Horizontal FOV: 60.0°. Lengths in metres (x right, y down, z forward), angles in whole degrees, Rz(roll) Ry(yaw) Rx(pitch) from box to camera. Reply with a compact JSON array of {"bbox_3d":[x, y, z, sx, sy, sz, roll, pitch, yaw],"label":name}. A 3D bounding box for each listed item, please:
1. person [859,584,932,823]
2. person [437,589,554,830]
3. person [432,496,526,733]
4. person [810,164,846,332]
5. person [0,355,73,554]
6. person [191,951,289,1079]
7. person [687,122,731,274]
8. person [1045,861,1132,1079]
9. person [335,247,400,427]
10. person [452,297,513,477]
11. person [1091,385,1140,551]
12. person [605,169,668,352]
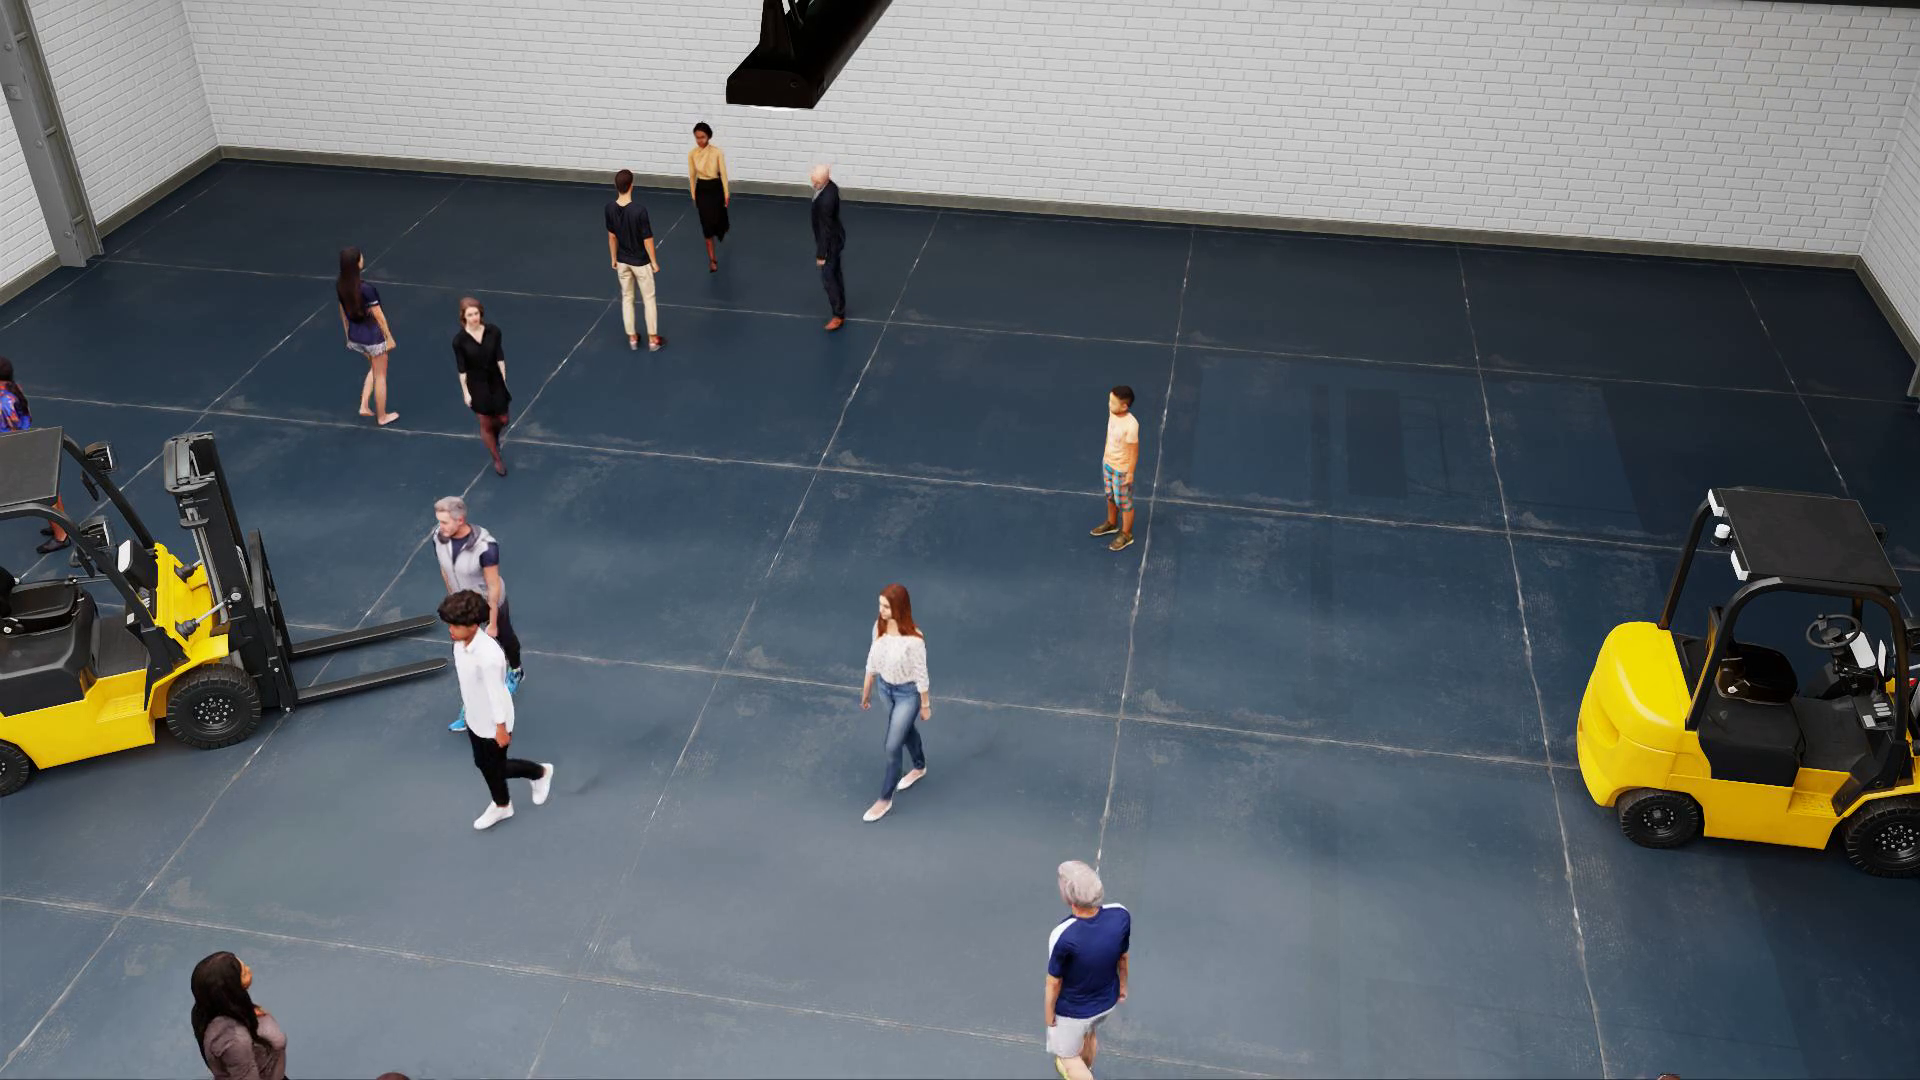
[{"bbox_3d":[-0.329,0.977,10.939,1.018,1.706,0.897,-29,43,-36],"label":"person"},{"bbox_3d":[-2.973,1.075,10.706,0.975,1.801,0.896,-27,42,-35],"label":"person"},{"bbox_3d":[-3.333,0.409,11.729,0.765,1.776,1.102,9,35,13],"label":"person"},{"bbox_3d":[-1.308,-3.061,16.960,0.949,1.765,0.609,6,34,9],"label":"person"},{"bbox_3d":[-7.555,-0.715,13.449,0.730,1.745,0.615,-11,35,-16],"label":"person"},{"bbox_3d":[-3.529,2.768,8.134,0.849,1.827,0.800,-26,41,-33],"label":"person"},{"bbox_3d":[-2.701,-3.754,18.118,0.701,1.637,0.920,-2,34,-2],"label":"person"},{"bbox_3d":[0.683,2.440,8.643,1.012,1.809,1.103,-16,37,-23],"label":"person"},{"bbox_3d":[-5.415,-1.787,15.053,0.684,1.755,0.745,17,37,24],"label":"person"},{"bbox_3d":[-4.162,-1.351,14.451,0.785,1.695,0.849,-19,38,-26],"label":"person"},{"bbox_3d":[1.306,-0.615,13.556,0.657,1.460,0.582,-18,38,-25],"label":"person"},{"bbox_3d":[-3.218,-2.739,16.399,0.662,1.850,0.569,9,35,13],"label":"person"}]
